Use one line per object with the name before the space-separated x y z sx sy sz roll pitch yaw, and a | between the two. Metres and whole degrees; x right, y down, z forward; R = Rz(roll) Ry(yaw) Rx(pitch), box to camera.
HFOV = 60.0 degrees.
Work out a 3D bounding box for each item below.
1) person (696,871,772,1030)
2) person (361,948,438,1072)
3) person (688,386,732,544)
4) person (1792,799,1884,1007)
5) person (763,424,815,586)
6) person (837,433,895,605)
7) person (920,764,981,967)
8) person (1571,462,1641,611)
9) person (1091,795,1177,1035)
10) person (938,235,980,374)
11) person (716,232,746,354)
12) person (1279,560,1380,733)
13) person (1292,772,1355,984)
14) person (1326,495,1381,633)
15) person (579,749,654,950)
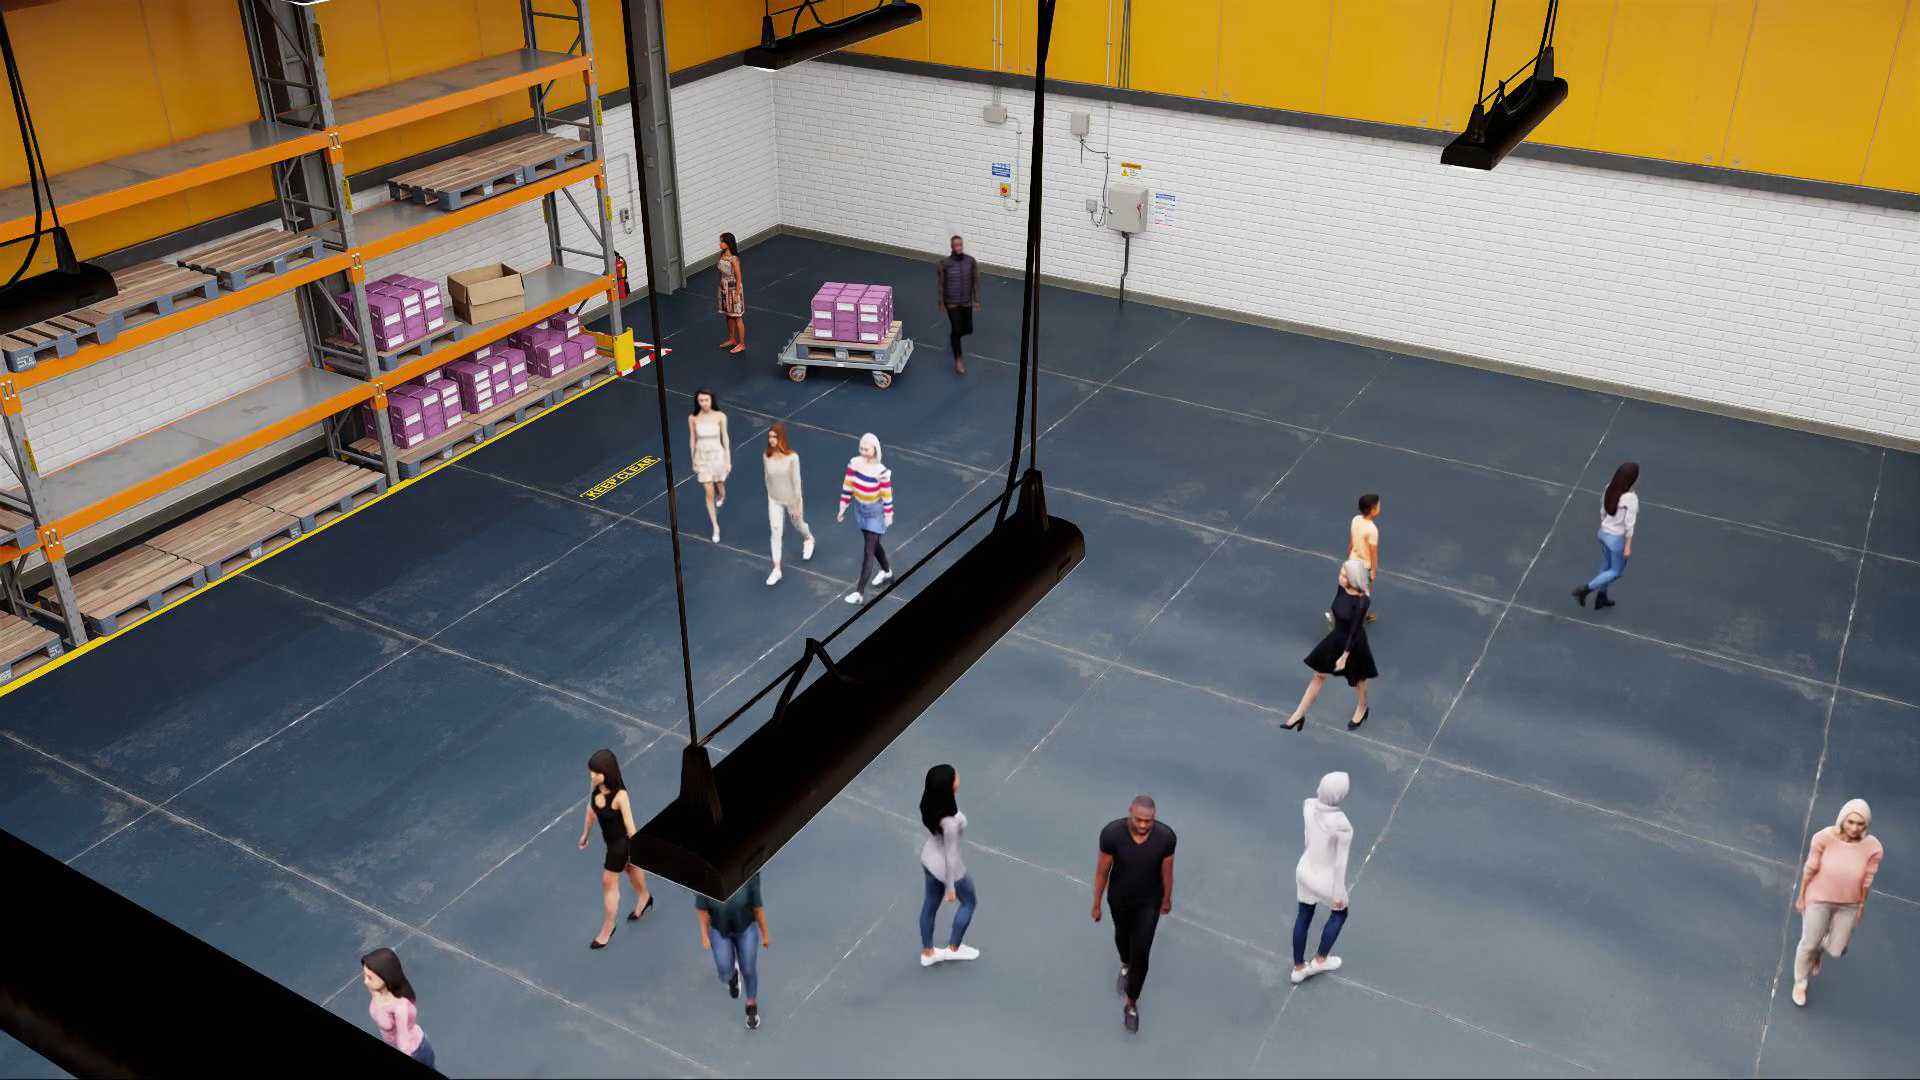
person | -1.575 2.637 11.446 0.821 1.601 0.881 -9 30 -16
person | -3.367 3.166 10.365 0.742 1.707 1.110 24 37 37
person | -2.640 -0.854 17.725 0.886 1.717 1.035 -1 29 -3
person | 6.099 2.467 11.638 0.667 1.715 0.760 10 30 17
person | -1.744 -0.438 17.000 0.780 1.681 1.182 7 29 13
person | -0.844 -0.274 16.617 0.765 1.760 1.122 20 35 33
person | -0.208 2.360 11.828 0.818 1.721 0.775 -13 31 -23
person | 6.330 0.002 16.255 0.930 1.621 0.872 -7 29 -13
person | 1.224 2.443 11.603 0.894 1.790 1.062 6 29 10
person | -0.032 -3.136 21.800 1.081 1.820 1.125 -8 30 -15
person | -3.078 -3.346 22.368 0.662 1.645 0.716 -21 35 -33
person | 3.435 0.943 14.438 1.176 1.709 1.017 -12 31 -21
person | 2.475 2.410 11.690 0.781 1.766 0.755 -18 33 -29
person | 3.821 0.245 15.996 0.970 1.442 0.850 -12 31 -21
person | -2.452 2.179 12.264 0.923 1.622 0.741 -22 35 -34
